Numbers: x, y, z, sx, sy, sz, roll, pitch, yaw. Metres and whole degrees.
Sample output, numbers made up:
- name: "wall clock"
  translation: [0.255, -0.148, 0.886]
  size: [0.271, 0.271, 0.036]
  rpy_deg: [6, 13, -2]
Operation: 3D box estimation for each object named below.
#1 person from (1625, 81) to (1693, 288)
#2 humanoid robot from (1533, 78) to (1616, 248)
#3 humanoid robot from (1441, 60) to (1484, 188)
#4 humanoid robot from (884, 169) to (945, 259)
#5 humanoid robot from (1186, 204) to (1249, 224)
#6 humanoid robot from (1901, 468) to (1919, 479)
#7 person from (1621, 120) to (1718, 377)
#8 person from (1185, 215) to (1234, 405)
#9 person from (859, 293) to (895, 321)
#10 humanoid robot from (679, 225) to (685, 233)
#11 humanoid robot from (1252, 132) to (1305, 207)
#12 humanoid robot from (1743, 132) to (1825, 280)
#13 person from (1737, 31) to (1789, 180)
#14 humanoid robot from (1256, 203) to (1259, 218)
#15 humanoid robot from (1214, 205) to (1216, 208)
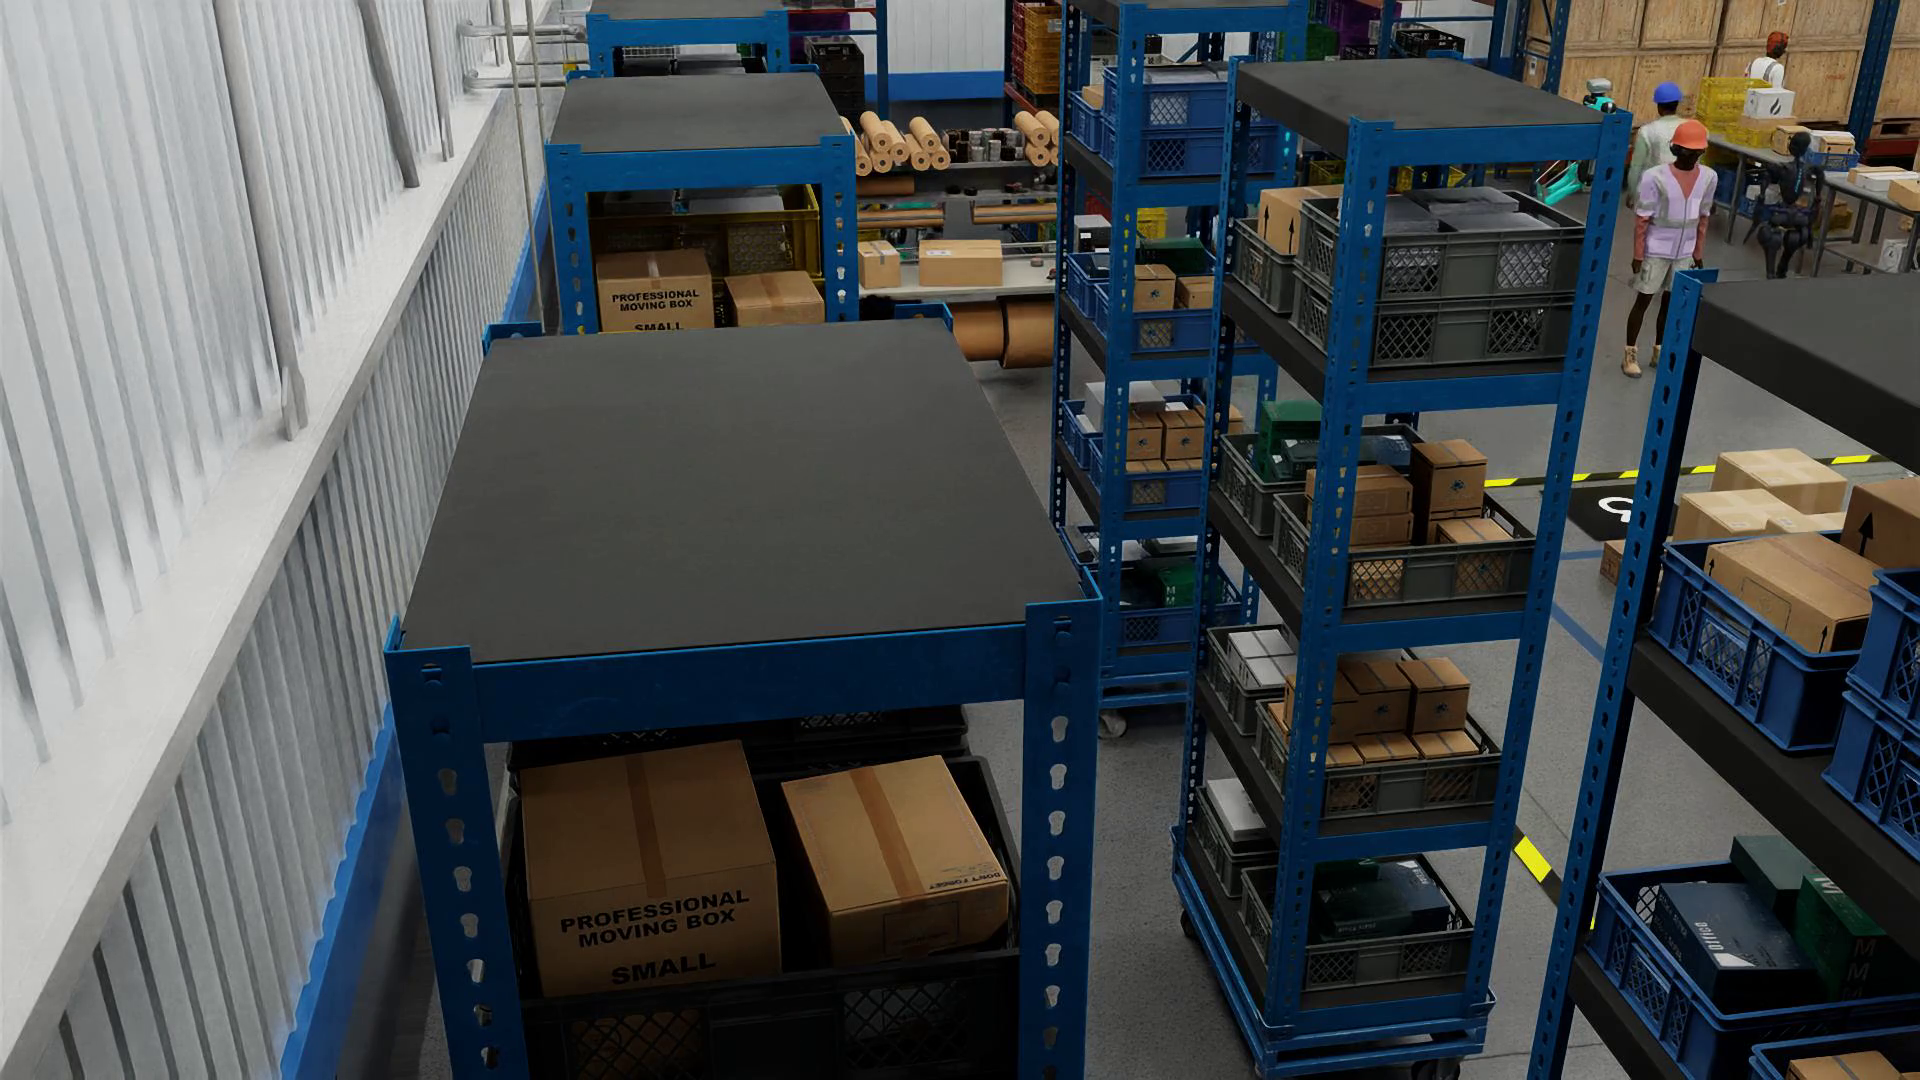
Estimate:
- name: "person"
  translation: [6.452, -3.250, 15.375]
  size: [0.621, 1.925, 0.448]
  rpy_deg: [-1, 25, -2]
- name: "humanoid robot"
  translation: [5.983, -3.687, 16.436]
  size: [0.737, 1.691, 0.530]
  rpy_deg: [-2, 25, -4]
- name: "humanoid robot"
  translation: [5.472, -4.405, 18.189]
  size: [0.608, 1.637, 0.401]
  rpy_deg: [14, 28, 28]
- name: "humanoid robot"
  translation: [-0.454, -2.363, 13.680]
  size: [0.531, 1.727, 0.992]
  rpy_deg: [11, 27, 22]
- name: "humanoid robot"
  translation: [2.410, -3.149, 15.458]
  size: [0.607, 1.652, 0.374]
  rpy_deg: [-6, 25, -14]
- name: "humanoid robot"
  translation: [6.443, -1.133, 10.838]
  size: [0.735, 1.681, 0.533]
  rpy_deg: [-12, 27, -25]
- name: "person"
  translation: [5.617, -2.291, 13.158]
  size: [0.606, 2.044, 0.371]
  rpy_deg: [-3, 25, -6]
- name: "person"
  translation: [1.665, -1.257, 11.137]
  size: [0.398, 1.850, 0.595]
  rpy_deg: [-4, 25, -8]
- name: "person"
  translation: [-0.454, -0.396, 9.136]
  size: [0.408, 1.964, 0.606]
  rpy_deg: [-19, 31, -36]
- name: "humanoid robot"
  translation: [-2.761, -4.038, 17.403]
  size: [0.599, 1.632, 0.376]
  rpy_deg: [-2, 25, -3]
- name: "humanoid robot"
  translation: [2.977, -3.257, 15.553]
  size: [0.530, 1.738, 0.696]
  rpy_deg: [0, 25, -1]
- name: "humanoid robot"
  translation: [7.290, -2.787, 14.737]
  size: [0.585, 1.621, 0.798]
  rpy_deg: [2, 25, 4]
- name: "person"
  translation: [8.969, -4.723, 18.630]
  size: [0.356, 1.887, 0.571]
  rpy_deg: [-4, 25, -9]
- name: "humanoid robot"
  translation: [2.972, -3.630, 16.415]
  size: [0.560, 1.740, 0.849]
  rpy_deg: [-7, 26, -14]
- name: "humanoid robot"
  translation: [2.463, -3.809, 16.738]
  size: [0.530, 1.727, 0.722]
  rpy_deg: [13, 28, 26]
